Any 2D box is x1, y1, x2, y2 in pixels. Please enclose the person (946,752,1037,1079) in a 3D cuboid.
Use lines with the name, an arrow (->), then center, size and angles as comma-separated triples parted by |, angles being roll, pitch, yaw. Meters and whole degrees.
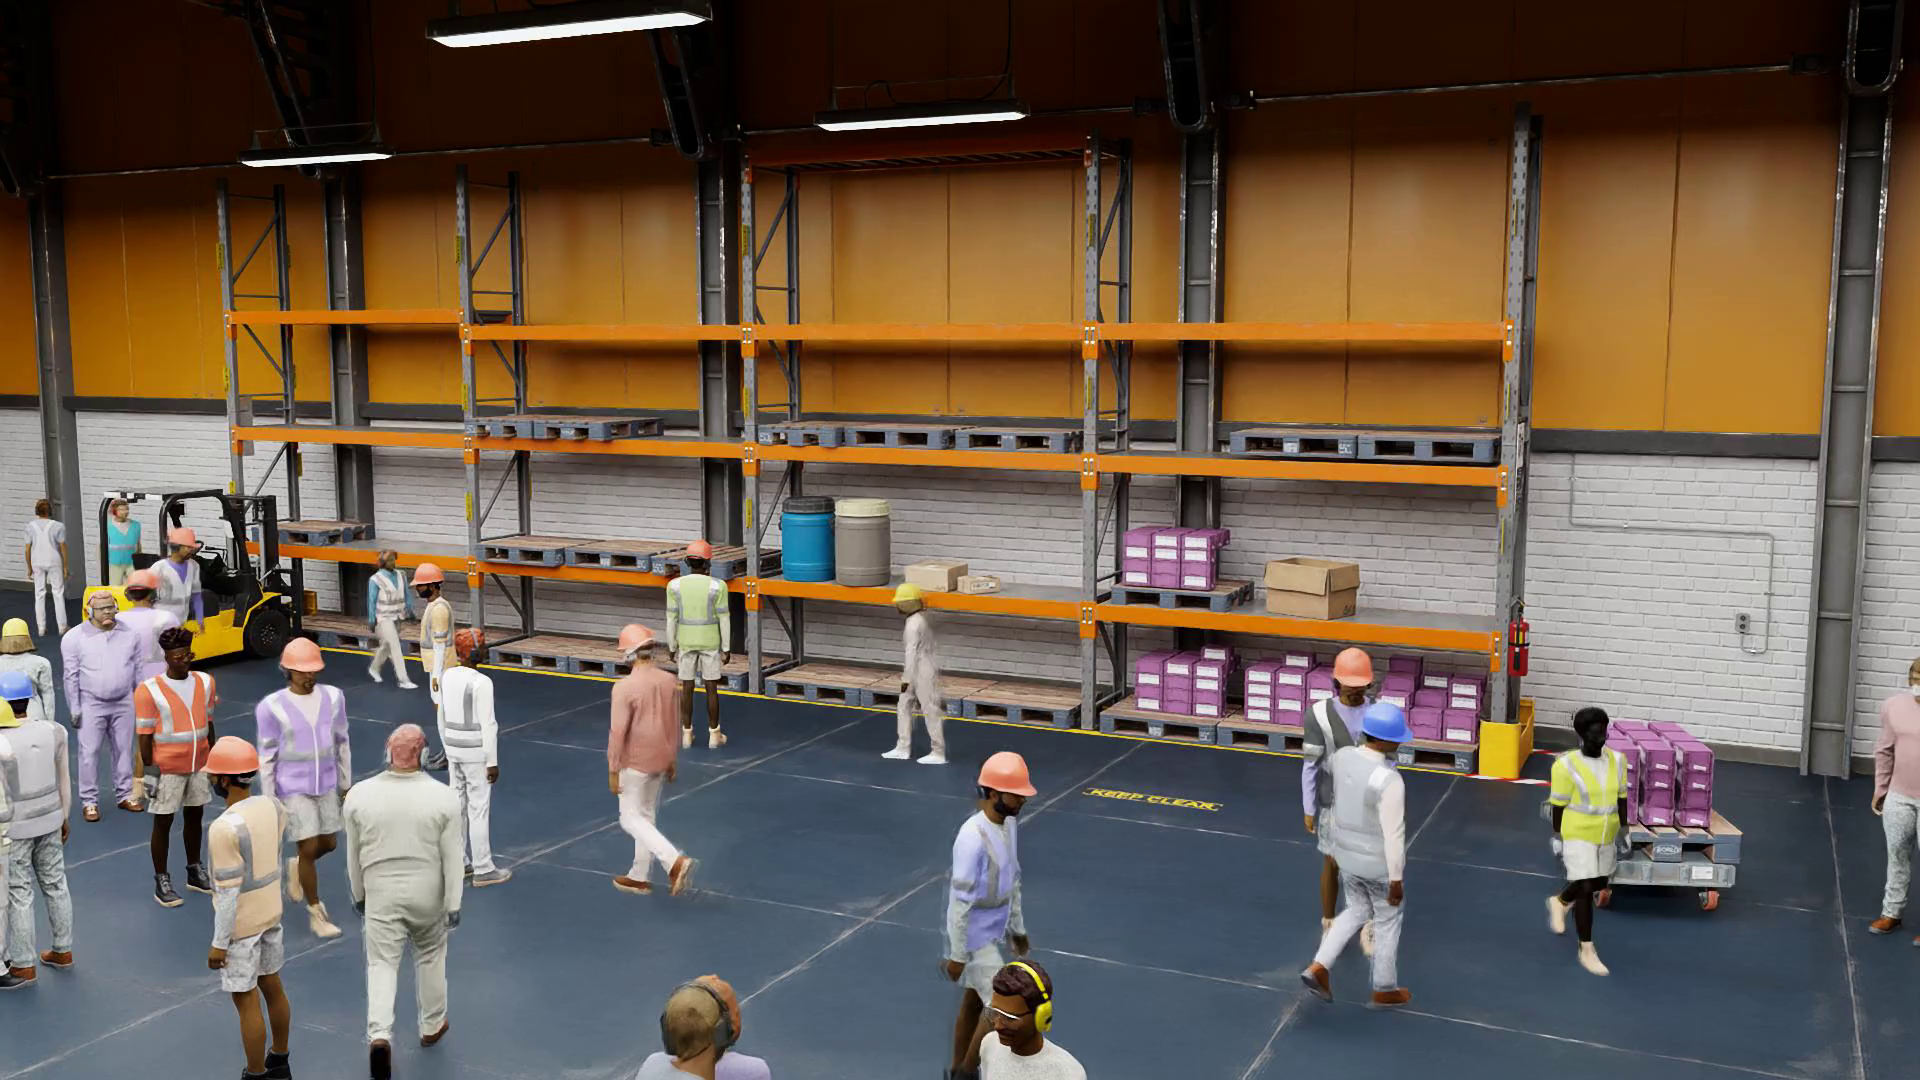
person -> 0.137, 2.011, 8.497 | 0.527, 1.909, 0.551 | 2, 7, 17

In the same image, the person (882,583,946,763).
person -> -0.461, 1.252, 15.537 | 0.724, 1.703, 0.501 | 0, 7, -3

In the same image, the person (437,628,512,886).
person -> -3.577, 1.579, 12.163 | 0.575, 1.882, 0.359 | 5, 9, 36

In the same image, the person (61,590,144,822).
person -> -7.094, 1.362, 13.848 | 0.401, 1.910, 0.642 | 6, 9, 41

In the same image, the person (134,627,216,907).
person -> -5.525, 1.581, 11.798 | 0.373, 1.966, 0.607 | 4, 8, 31

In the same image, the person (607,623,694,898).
person -> -2.169, 1.586, 11.780 | 0.744, 1.958, 0.662 | 4, 8, 32

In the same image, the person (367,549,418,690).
person -> -6.547, 0.885, 19.044 | 0.863, 1.601, 0.513 | 3, 8, 26

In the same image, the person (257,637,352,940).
person -> -4.433, 1.630, 11.198 | 0.801, 2.017, 0.638 | 6, 9, 42

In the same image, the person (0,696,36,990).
person -> -5.921, 1.851, 10.196 | 0.403, 1.817, 0.601 | -4, 8, -29

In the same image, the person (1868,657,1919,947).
person -> 6.338, 1.704, 10.951 | 0.366, 1.932, 0.634 | -4, 8, -28

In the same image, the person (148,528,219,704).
person -> -8.374, 0.854, 17.718 | 1.067, 1.975, 0.644 | 2, 7, 19

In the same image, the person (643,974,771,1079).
person -> -0.933, 2.424, 6.199 | 0.501, 1.631, 0.287 | 1, 7, 7

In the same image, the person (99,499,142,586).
person -> -11.308, 0.361, 22.435 | 0.439, 1.832, 0.587 | 6, 9, 40

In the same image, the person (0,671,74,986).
person -> -5.799, 1.771, 10.304 | 0.404, 1.945, 0.615 | 3, 7, 23

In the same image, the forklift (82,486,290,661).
forklift -> -9.426, 0.454, 20.179 | 1.214, 2.155, 2.313 | 3, 8, 26

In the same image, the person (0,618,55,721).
person -> -7.581, 1.495, 13.455 | 0.484, 1.737, 0.308 | -3, 8, -25

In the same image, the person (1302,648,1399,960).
person -> 2.505, 1.688, 10.684 | 0.612, 2.029, 0.410 | 0, 7, 1

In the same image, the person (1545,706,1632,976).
person -> 3.985, 1.861, 10.671 | 0.530, 1.675, 0.736 | -2, 7, -17

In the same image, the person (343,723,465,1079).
person -> -3.042, 1.955, 9.106 | 0.646, 1.877, 0.857 | -1, 7, -11

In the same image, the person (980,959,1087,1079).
person -> 0.228, 2.362, 5.802 | 0.332, 1.858, 0.505 | -6, 9, -42

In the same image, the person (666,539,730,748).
person -> -2.536, 1.009, 16.208 | 0.615, 2.041, 0.385 | 0, 7, 3

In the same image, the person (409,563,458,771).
person -> -4.856, 1.170, 15.380 | 0.392, 1.929, 0.539 | -3, 8, -24

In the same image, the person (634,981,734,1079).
person -> -0.875, 2.390, 5.364 | 0.564, 1.921, 0.744 | -4, 8, -33

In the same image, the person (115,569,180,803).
person -> -7.102, 1.251, 14.512 | 0.613, 1.986, 1.098 | 0, 7, -2

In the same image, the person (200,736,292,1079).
person -> -3.732, 1.974, 8.660 | 0.365, 1.939, 0.542 | 1, 7, 9

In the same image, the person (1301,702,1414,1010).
person -> 2.396, 1.861, 9.748 | 0.676, 1.902, 0.628 | -3, 8, -26

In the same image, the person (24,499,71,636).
person -> -12.252, 0.367, 22.324 | 0.505, 1.845, 0.345 | -2, 7, -16
